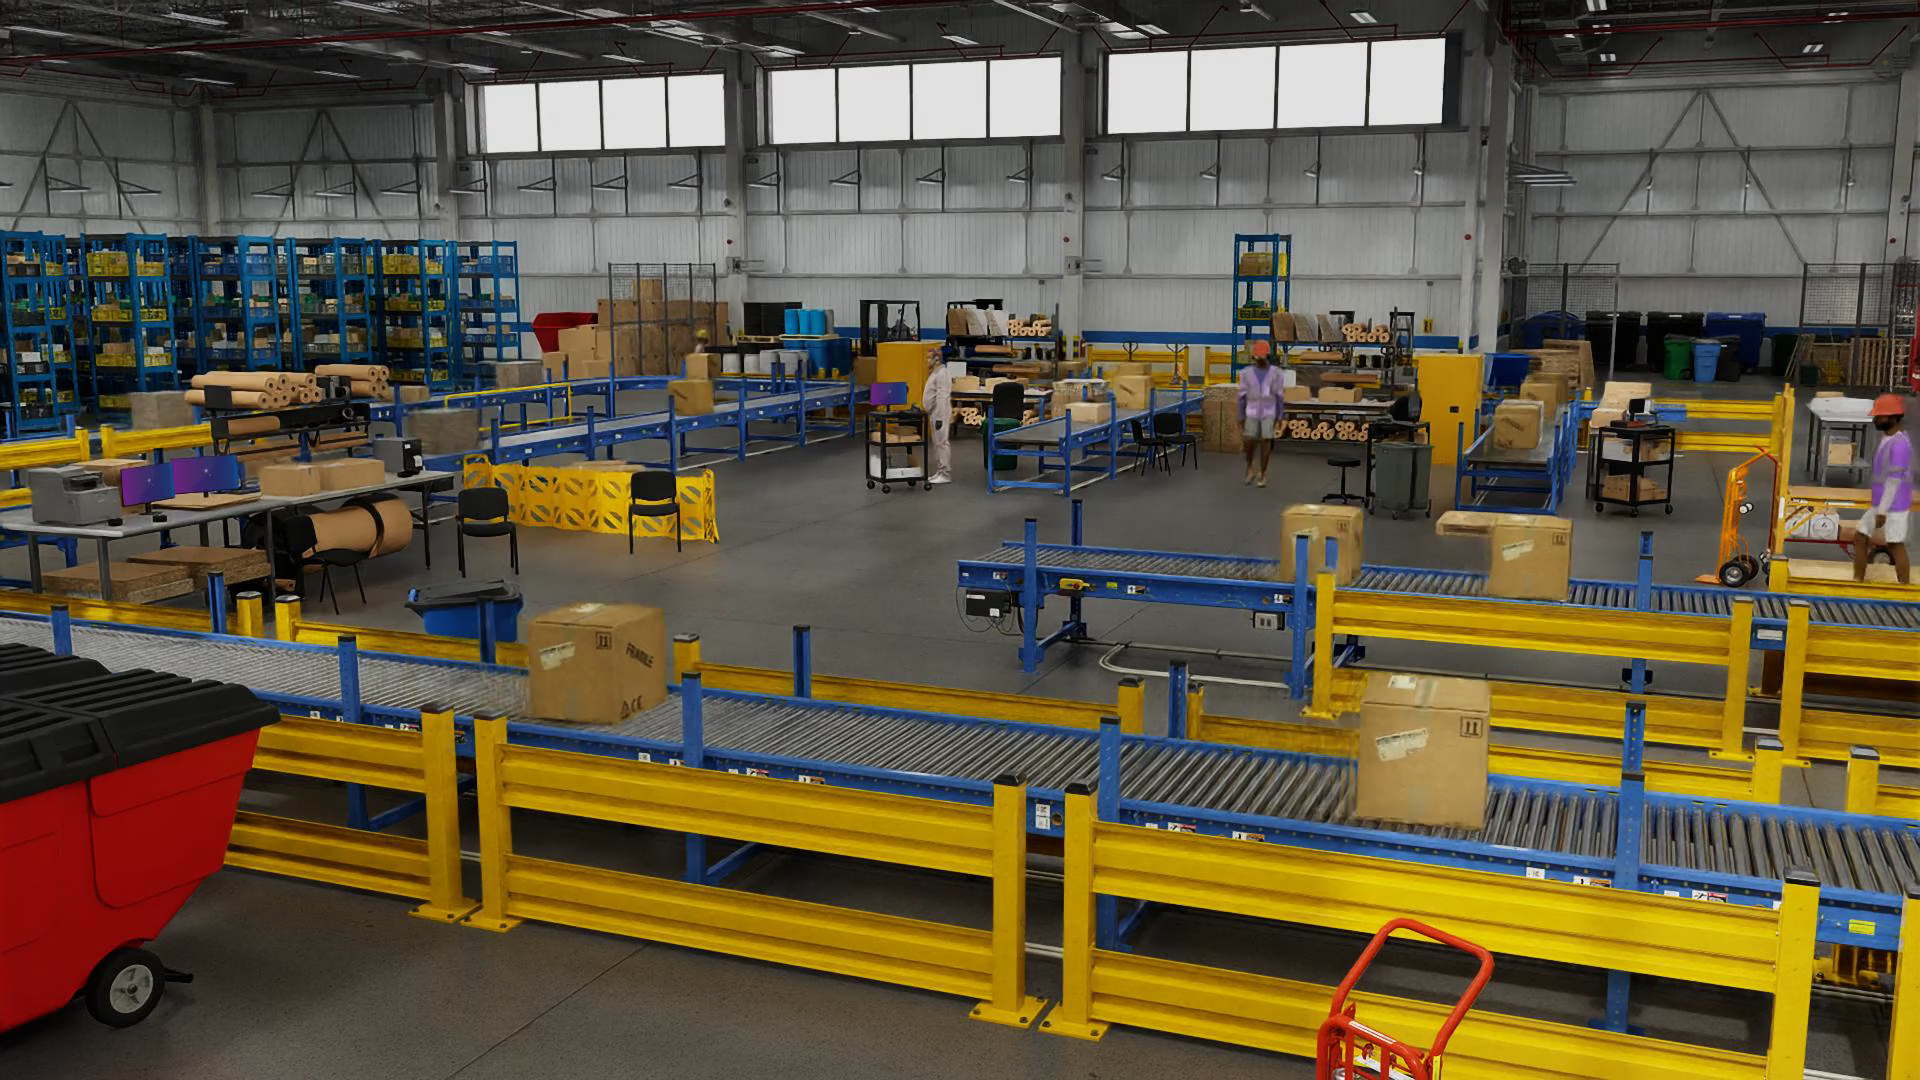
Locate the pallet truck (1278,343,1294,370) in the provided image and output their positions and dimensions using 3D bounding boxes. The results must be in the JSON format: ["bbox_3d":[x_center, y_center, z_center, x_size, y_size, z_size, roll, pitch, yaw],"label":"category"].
[{"bbox_3d":[7.886,-4.163,39.743,0.653,1.274,1.630,4,10,22],"label":"pallet truck"}]

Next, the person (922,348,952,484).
[{"bbox_3d":[-0.328,-1.736,23.259,0.397,1.900,0.635,-2,10,-11],"label":"person"}]

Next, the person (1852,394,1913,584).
[{"bbox_3d":[8.044,-0.324,14.631,0.809,1.905,0.566,3,10,15],"label":"person"}]

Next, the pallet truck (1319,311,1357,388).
[{"bbox_3d":[9.071,-4.419,39.190,0.823,1.965,1.885,5,10,26],"label":"pallet truck"}]

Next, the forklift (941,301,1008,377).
[{"bbox_3d":[0.365,-4.966,41.571,1.157,1.987,2.680,3,10,20],"label":"forklift"}]

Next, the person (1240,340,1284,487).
[{"bbox_3d":[4.116,-1.717,22.739,0.617,2.028,0.496,2,10,15],"label":"person"}]

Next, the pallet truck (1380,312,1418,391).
[{"bbox_3d":[10.207,-4.283,38.369,0.823,1.965,1.885,3,10,20],"label":"pallet truck"}]

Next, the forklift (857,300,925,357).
[{"bbox_3d":[-1.732,-5.109,42.468,1.157,1.987,2.680,4,10,22],"label":"forklift"}]

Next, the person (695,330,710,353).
[{"bbox_3d":[-5.384,-3.491,34.446,0.965,1.704,0.522,-1,9,-8],"label":"person"}]

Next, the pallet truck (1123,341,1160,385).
[{"bbox_3d":[4.445,-4.380,41.279,0.680,1.201,1.601,4,10,22],"label":"pallet truck"}]

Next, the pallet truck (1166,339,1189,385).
[{"bbox_3d":[5.418,-4.269,40.420,0.704,1.261,1.522,3,10,20],"label":"pallet truck"}]
